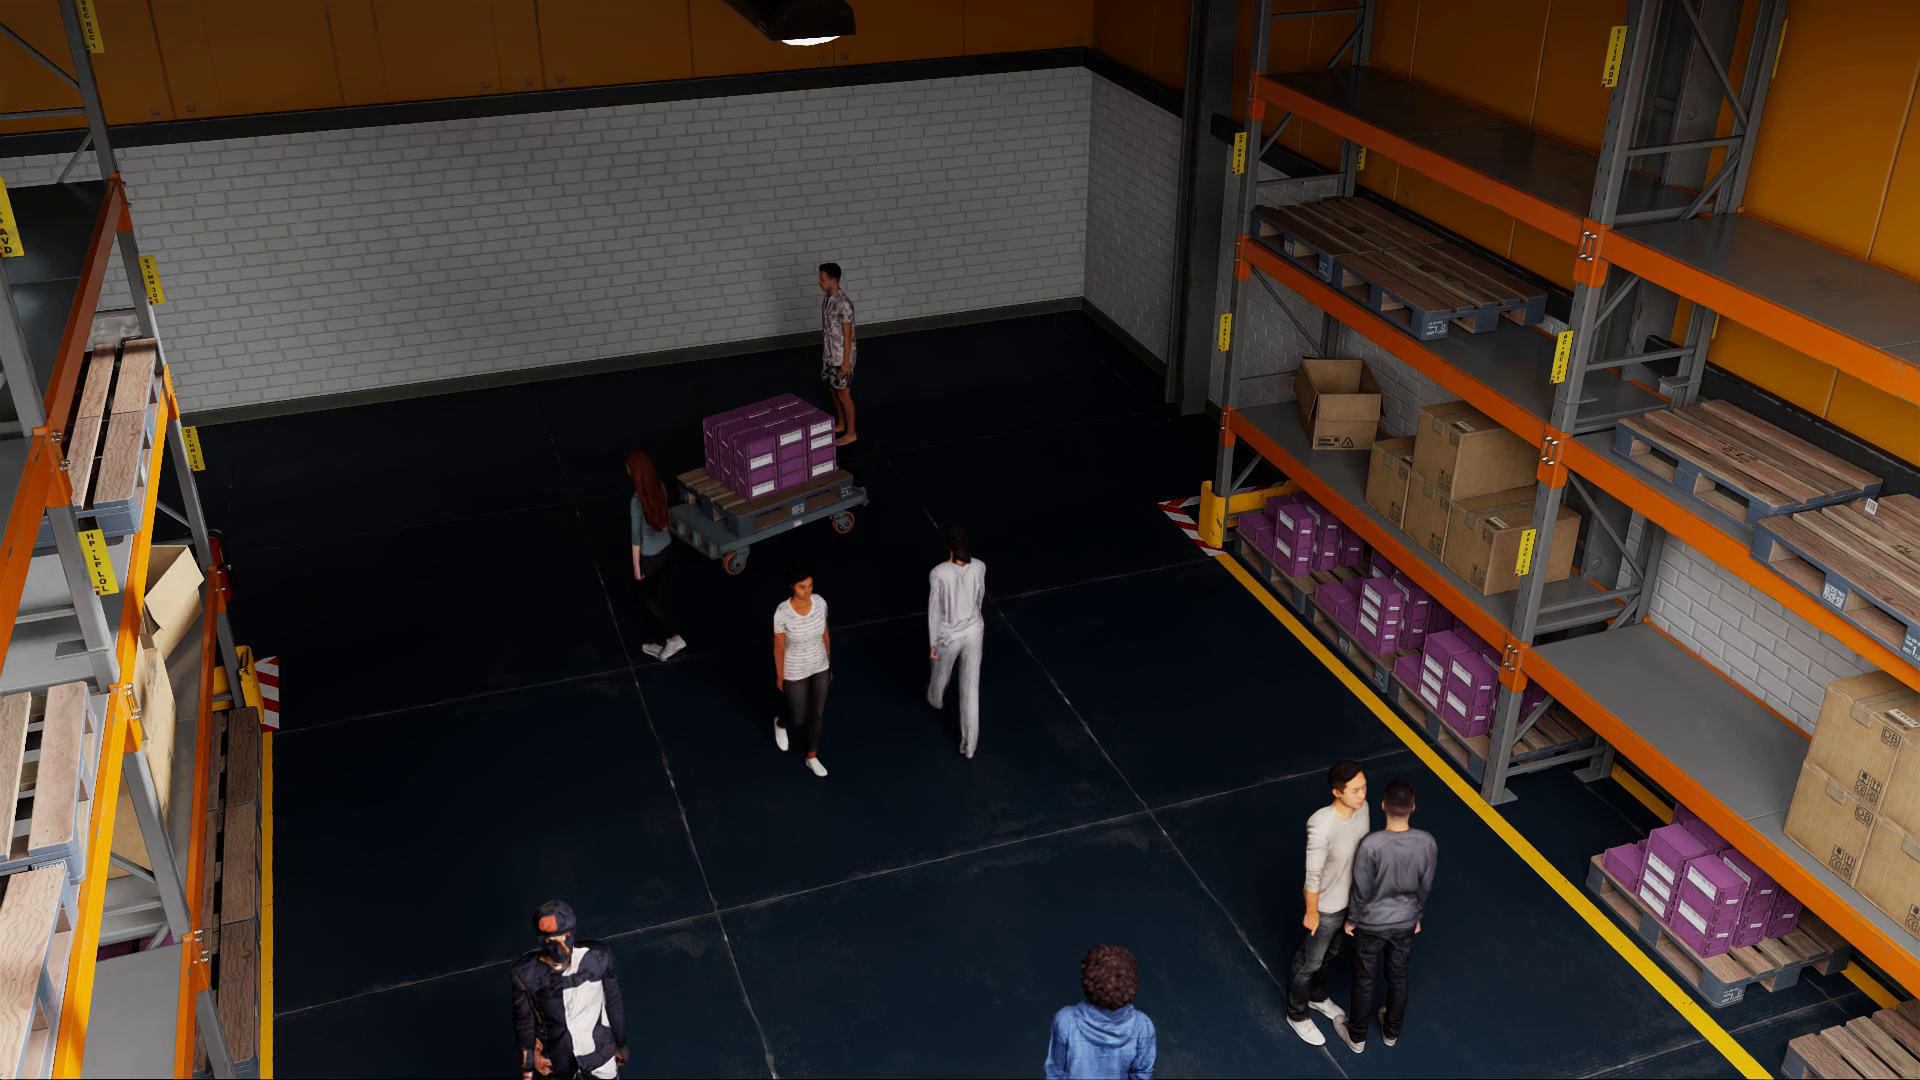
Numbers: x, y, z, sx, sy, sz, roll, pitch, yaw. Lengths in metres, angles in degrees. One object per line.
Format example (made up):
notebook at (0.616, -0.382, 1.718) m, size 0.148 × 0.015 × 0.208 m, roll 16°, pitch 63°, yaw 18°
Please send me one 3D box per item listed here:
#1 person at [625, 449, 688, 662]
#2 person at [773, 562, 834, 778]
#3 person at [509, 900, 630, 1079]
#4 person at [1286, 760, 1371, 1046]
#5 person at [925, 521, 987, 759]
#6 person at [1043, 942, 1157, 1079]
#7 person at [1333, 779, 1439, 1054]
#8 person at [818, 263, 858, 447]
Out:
person at (-2.258, 0.161, 12.666) m, size 0.891 × 1.716 × 0.829 m, roll 13°, pitch 31°, yaw 23°
person at (-1.108, 0.859, 11.474) m, size 0.679 × 1.630 × 0.835 m, roll -18°, pitch 33°, yaw -29°
person at (-1.902, 2.504, 8.188) m, size 0.696 × 1.891 × 0.601 m, roll -7°, pitch 29°, yaw -12°
person at (2.043, 1.972, 9.246) m, size 0.734 × 1.811 × 0.706 m, roll -25°, pitch 37°, yaw -38°
person at (0.022, 0.734, 11.595) m, size 0.659 × 1.734 × 1.079 m, roll -7°, pitch 29°, yaw -13°
person at (0.637, 2.712, 7.902) m, size 0.871 × 1.799 × 1.018 m, roll 1°, pitch 29°, yaw 1°
person at (2.331, 2.070, 9.114) m, size 0.659 × 1.765 × 0.607 m, roll -4°, pitch 29°, yaw -7°
person at (-1.167, -1.833, 16.224) m, size 0.765 × 1.809 × 0.559 m, roll -14°, pitch 32°, yaw -24°
